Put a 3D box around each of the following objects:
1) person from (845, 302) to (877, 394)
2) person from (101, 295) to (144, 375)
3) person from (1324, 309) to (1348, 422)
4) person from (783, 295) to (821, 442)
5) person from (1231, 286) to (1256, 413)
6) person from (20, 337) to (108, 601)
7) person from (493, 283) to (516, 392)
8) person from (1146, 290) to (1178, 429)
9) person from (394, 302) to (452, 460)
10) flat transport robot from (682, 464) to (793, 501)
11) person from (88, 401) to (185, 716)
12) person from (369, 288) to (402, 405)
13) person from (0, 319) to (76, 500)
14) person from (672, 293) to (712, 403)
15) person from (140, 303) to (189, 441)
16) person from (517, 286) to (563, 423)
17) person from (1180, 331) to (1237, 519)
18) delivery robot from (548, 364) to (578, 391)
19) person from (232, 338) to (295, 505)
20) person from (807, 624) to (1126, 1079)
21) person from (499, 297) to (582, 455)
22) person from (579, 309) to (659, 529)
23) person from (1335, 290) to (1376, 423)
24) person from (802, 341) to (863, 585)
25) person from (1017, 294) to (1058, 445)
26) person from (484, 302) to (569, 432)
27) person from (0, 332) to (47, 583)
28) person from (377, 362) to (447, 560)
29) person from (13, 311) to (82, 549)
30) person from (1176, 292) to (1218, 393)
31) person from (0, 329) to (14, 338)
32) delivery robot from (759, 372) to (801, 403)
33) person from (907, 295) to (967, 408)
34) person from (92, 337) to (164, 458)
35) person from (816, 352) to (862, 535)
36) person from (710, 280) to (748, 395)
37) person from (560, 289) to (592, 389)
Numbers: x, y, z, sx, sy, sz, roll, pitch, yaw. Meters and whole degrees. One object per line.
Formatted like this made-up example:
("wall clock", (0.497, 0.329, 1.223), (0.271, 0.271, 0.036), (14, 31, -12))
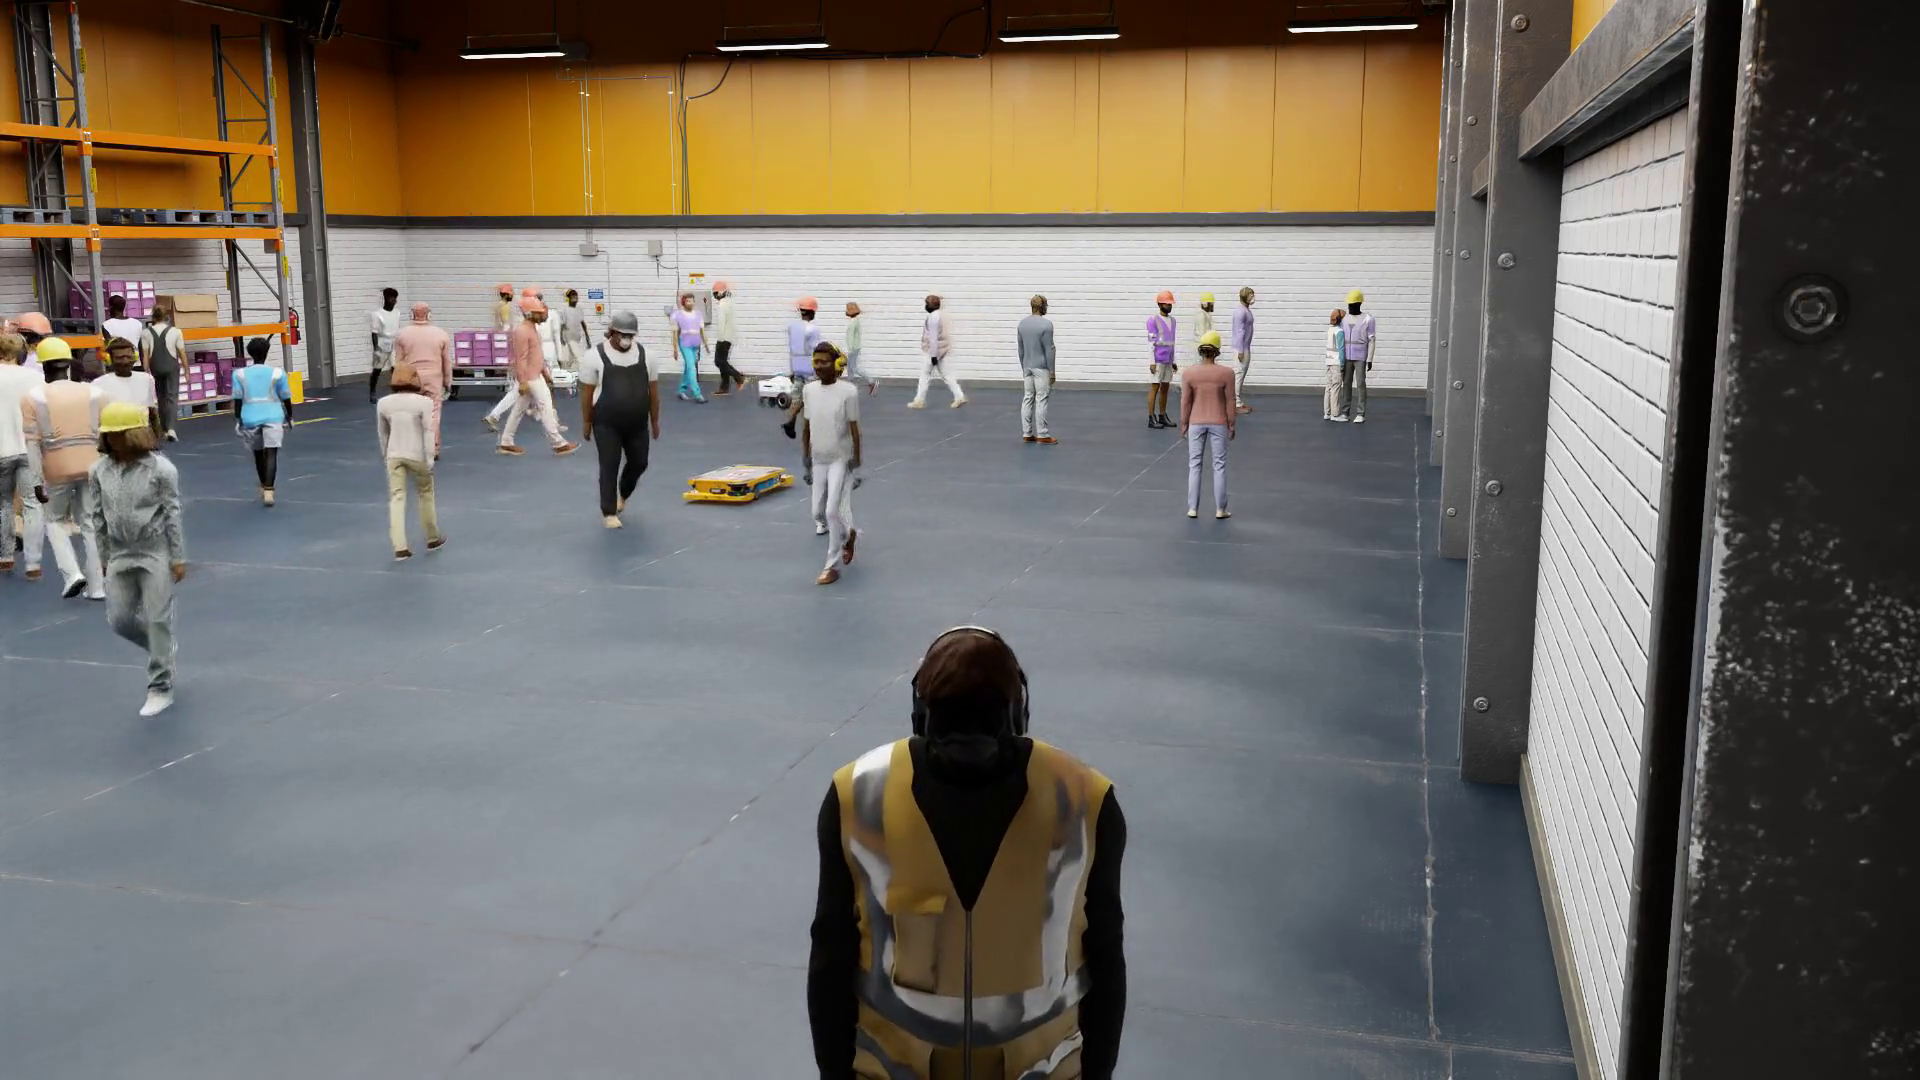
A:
("person", (-1.755, -3.261, 28.423), (0.651, 1.616, 0.500), (1, 10, 8))
("person", (-10.975, -2.255, 21.869), (0.367, 1.917, 0.596), (4, 11, 22))
("person", (5.506, -2.553, 24.339), (0.309, 1.641, 0.514), (-2, 10, -9))
("person", (-2.023, -2.210, 21.605), (0.560, 1.918, 0.499), (8, 13, 39))
("person", (4.347, -2.921, 25.577), (0.354, 1.937, 0.635), (3, 10, 16))
("person", (-6.391, -0.494, 11.930), (0.582, 1.909, 0.456), (-10, 14, -43))
("person", (-8.019, -3.543, 29.182), (0.547, 1.915, 0.542), (-6, 11, -29))
("person", (2.866, -2.537, 23.409), (0.542, 1.939, 0.359), (-9, 14, -43))
("person", (-6.446, -1.907, 19.983), (0.668, 1.883, 0.664), (-4, 11, -22))
("flat transport robot", (-2.272, -0.595, 17.122), (0.652, 0.197, 1.431), (3, 10, 14))
("person", (-4.501, 0.079, 9.200), (0.494, 1.730, 0.536), (0, 10, 0))
("person", (-9.216, -3.083, 26.630), (1.021, 1.902, 0.620), (7, 12, 35))
("person", (-9.108, -1.190, 16.037), (1.010, 1.853, 0.660), (-5, 11, -27))
("person", (-4.443, -3.158, 27.323), (0.968, 1.802, 0.567), (9, 13, 41))
("person", (-10.493, -2.209, 21.944), (0.517, 1.841, 0.739), (-2, 10, -13))
("person", (-6.067, -2.647, 23.922), (0.625, 1.976, 1.088), (-8, 13, -39))
("person", (2.331, -1.075, 15.613), (0.524, 1.770, 0.315), (3, 10, 15))
("delivery robot", (-6.853, -2.743, 28.222), (0.707, 0.478, 0.477), (0, 10, 1))
("person", (-6.924, -1.183, 16.546), (0.541, 1.651, 0.869), (-2, 10, -13))
("person", (0.013, 1.065, 3.292), (0.633, 1.839, 0.429), (0, 10, 1))
("person", (-5.202, -1.991, 20.314), (1.019, 1.944, 0.625), (-1, 10, -7))
("person", (-3.131, -1.148, 15.249), (0.719, 2.000, 0.755), (-6, 11, -29))
("person", (5.720, -2.657, 24.124), (0.591, 1.923, 0.381), (9, 14, 43))
("person", (-0.951, -0.608, 12.767), (0.523, 1.853, 0.698), (5, 11, 27))
("person", (1.006, -2.196, 21.472), (0.372, 1.940, 0.631), (-9, 13, -40))
("person", (-5.999, -2.367, 22.826), (1.064, 1.825, 0.603), (-5, 11, -24))
("person", (-7.258, -0.643, 12.816), (0.641, 1.890, 0.901), (-5, 11, -25))
("person", (-4.532, -0.665, 13.751), (0.514, 1.597, 0.767), (1, 10, 4))
("person", (-7.904, -0.942, 14.206), (0.644, 2.001, 1.006), (-1, 10, -3))
("person", (4.103, -3.297, 28.108), (0.870, 1.800, 0.602), (4, 11, 20))
("person", (-8.729, -0.989, 14.973), (1.008, 1.843, 0.590), (-8, 13, -40))
("delivery robot", (-2.839, -2.410, 26.338), (0.707, 0.478, 0.477), (7, 12, 33))
("person", (-0.338, -2.971, 26.264), (0.943, 1.805, 0.637), (4, 11, 20))
("person", (-6.632, -0.708, 13.341), (0.606, 1.836, 0.554), (9, 13, 41))
("person", (-1.103, -0.842, 14.651), (0.523, 1.640, 0.306), (6, 12, 30))
("person", (-3.984, -3.452, 28.498), (0.573, 1.979, 0.614), (1, 10, 5))
("person", (-6.882, -3.551, 29.507), (0.939, 1.808, 0.613), (6, 11, 29))
